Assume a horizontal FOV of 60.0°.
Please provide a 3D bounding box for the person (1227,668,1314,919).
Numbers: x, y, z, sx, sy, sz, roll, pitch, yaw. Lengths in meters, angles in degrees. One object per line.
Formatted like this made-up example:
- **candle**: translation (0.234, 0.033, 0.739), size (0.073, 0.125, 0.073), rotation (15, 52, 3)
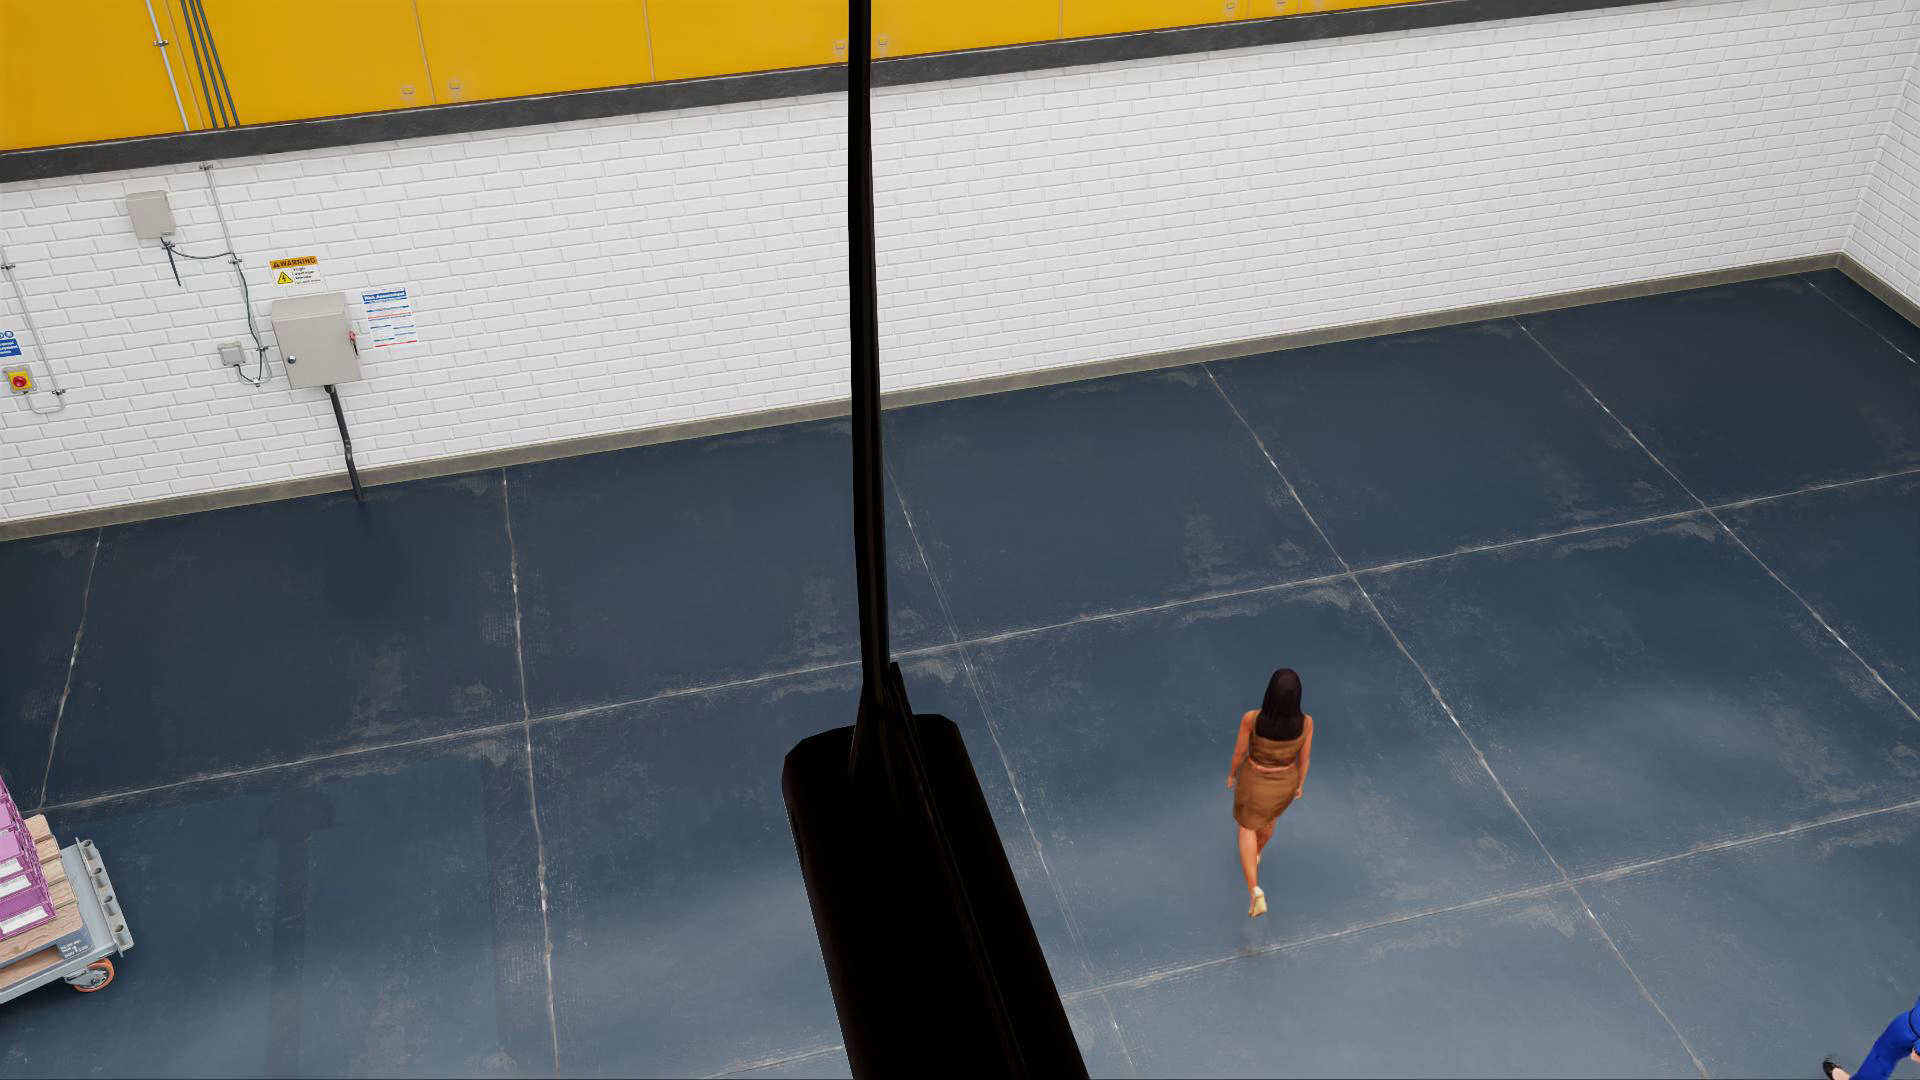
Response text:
- **person**: translation (1.734, 1.440, 9.397), size (0.735, 1.669, 1.007), rotation (0, 39, 0)
